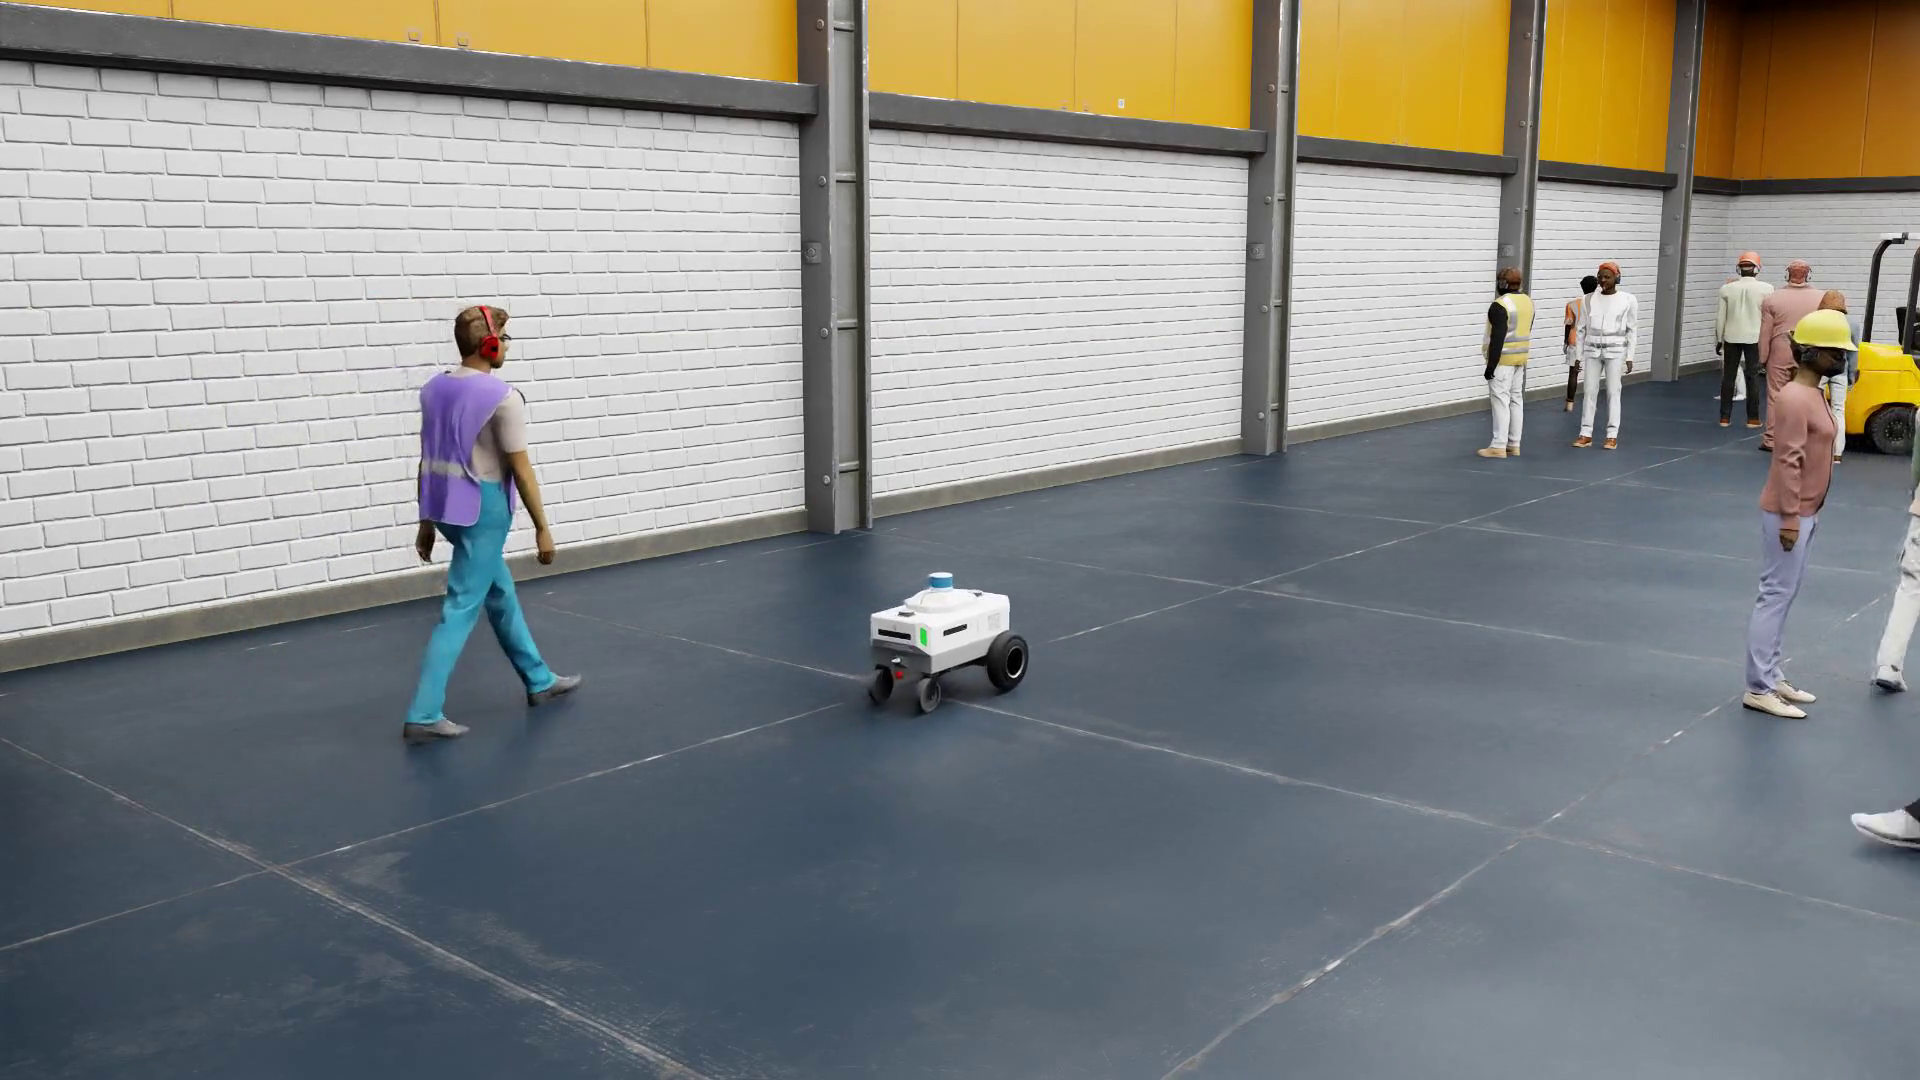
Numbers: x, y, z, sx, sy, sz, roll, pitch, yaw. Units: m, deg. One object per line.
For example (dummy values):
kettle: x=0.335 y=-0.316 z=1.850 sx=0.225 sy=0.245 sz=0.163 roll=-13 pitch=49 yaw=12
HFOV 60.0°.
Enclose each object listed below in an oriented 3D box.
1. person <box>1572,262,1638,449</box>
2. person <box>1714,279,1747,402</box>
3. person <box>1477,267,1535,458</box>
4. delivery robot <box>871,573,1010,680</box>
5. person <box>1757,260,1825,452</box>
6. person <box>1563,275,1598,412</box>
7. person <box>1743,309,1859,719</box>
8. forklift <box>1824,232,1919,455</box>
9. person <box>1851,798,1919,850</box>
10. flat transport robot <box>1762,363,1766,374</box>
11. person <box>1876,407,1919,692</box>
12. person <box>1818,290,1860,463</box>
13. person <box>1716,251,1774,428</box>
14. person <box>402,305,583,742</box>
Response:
person: x=6.520 y=-1.859 z=16.835 sx=0.585 sy=1.882 sz=0.340 roll=8 pitch=12 yaw=37
person: x=10.281 y=-2.637 z=22.043 sx=0.351 sy=1.615 sz=0.584 roll=2 pitch=10 yaw=12
person: x=5.295 y=-1.722 z=16.174 sx=0.633 sy=1.842 sz=0.429 roll=-9 pitch=13 yaw=-41
delivery robot: x=-0.085 y=0.392 z=7.533 sx=0.477 sy=0.478 sz=0.707 roll=7 pitch=12 yaw=35
person: x=8.261 y=-1.816 z=16.527 sx=0.641 sy=1.908 sz=0.408 roll=3 pitch=10 yaw=15
person: x=7.738 y=-2.418 z=20.574 sx=0.532 sy=1.691 sz=0.318 roll=3 pitch=10 yaw=15
person: x=3.672 y=-0.116 z=7.255 sx=0.330 sy=1.765 sz=0.533 roll=7 pitch=12 yaw=34
forklift: x=9.955 y=-1.972 z=16.595 sx=2.313 sy=2.155 sz=1.214 roll=1 pitch=10 yaw=8
person: x=3.438 y=0.151 z=5.433 sx=0.910 sy=1.860 sz=0.622 roll=6 pitch=11 yaw=30
flat transport robot: x=13.459 y=-2.757 z=26.536 sx=1.431 sy=0.197 sz=0.652 roll=1 pitch=10 yaw=6
person: x=4.545 y=-0.090 z=7.607 sx=0.892 sy=1.591 sz=0.505 roll=-7 pitch=12 yaw=-36
person: x=8.188 y=-1.535 z=15.704 sx=0.507 sy=1.631 sz=0.270 roll=2 pitch=10 yaw=13
person: x=8.898 y=-2.267 z=18.870 sx=0.609 sy=1.985 sz=0.394 roll=7 pitch=12 yaw=33
person: x=-2.008 y=-0.084 z=7.006 sx=0.586 sy=1.790 sz=0.989 roll=8 pitch=13 yaw=39
